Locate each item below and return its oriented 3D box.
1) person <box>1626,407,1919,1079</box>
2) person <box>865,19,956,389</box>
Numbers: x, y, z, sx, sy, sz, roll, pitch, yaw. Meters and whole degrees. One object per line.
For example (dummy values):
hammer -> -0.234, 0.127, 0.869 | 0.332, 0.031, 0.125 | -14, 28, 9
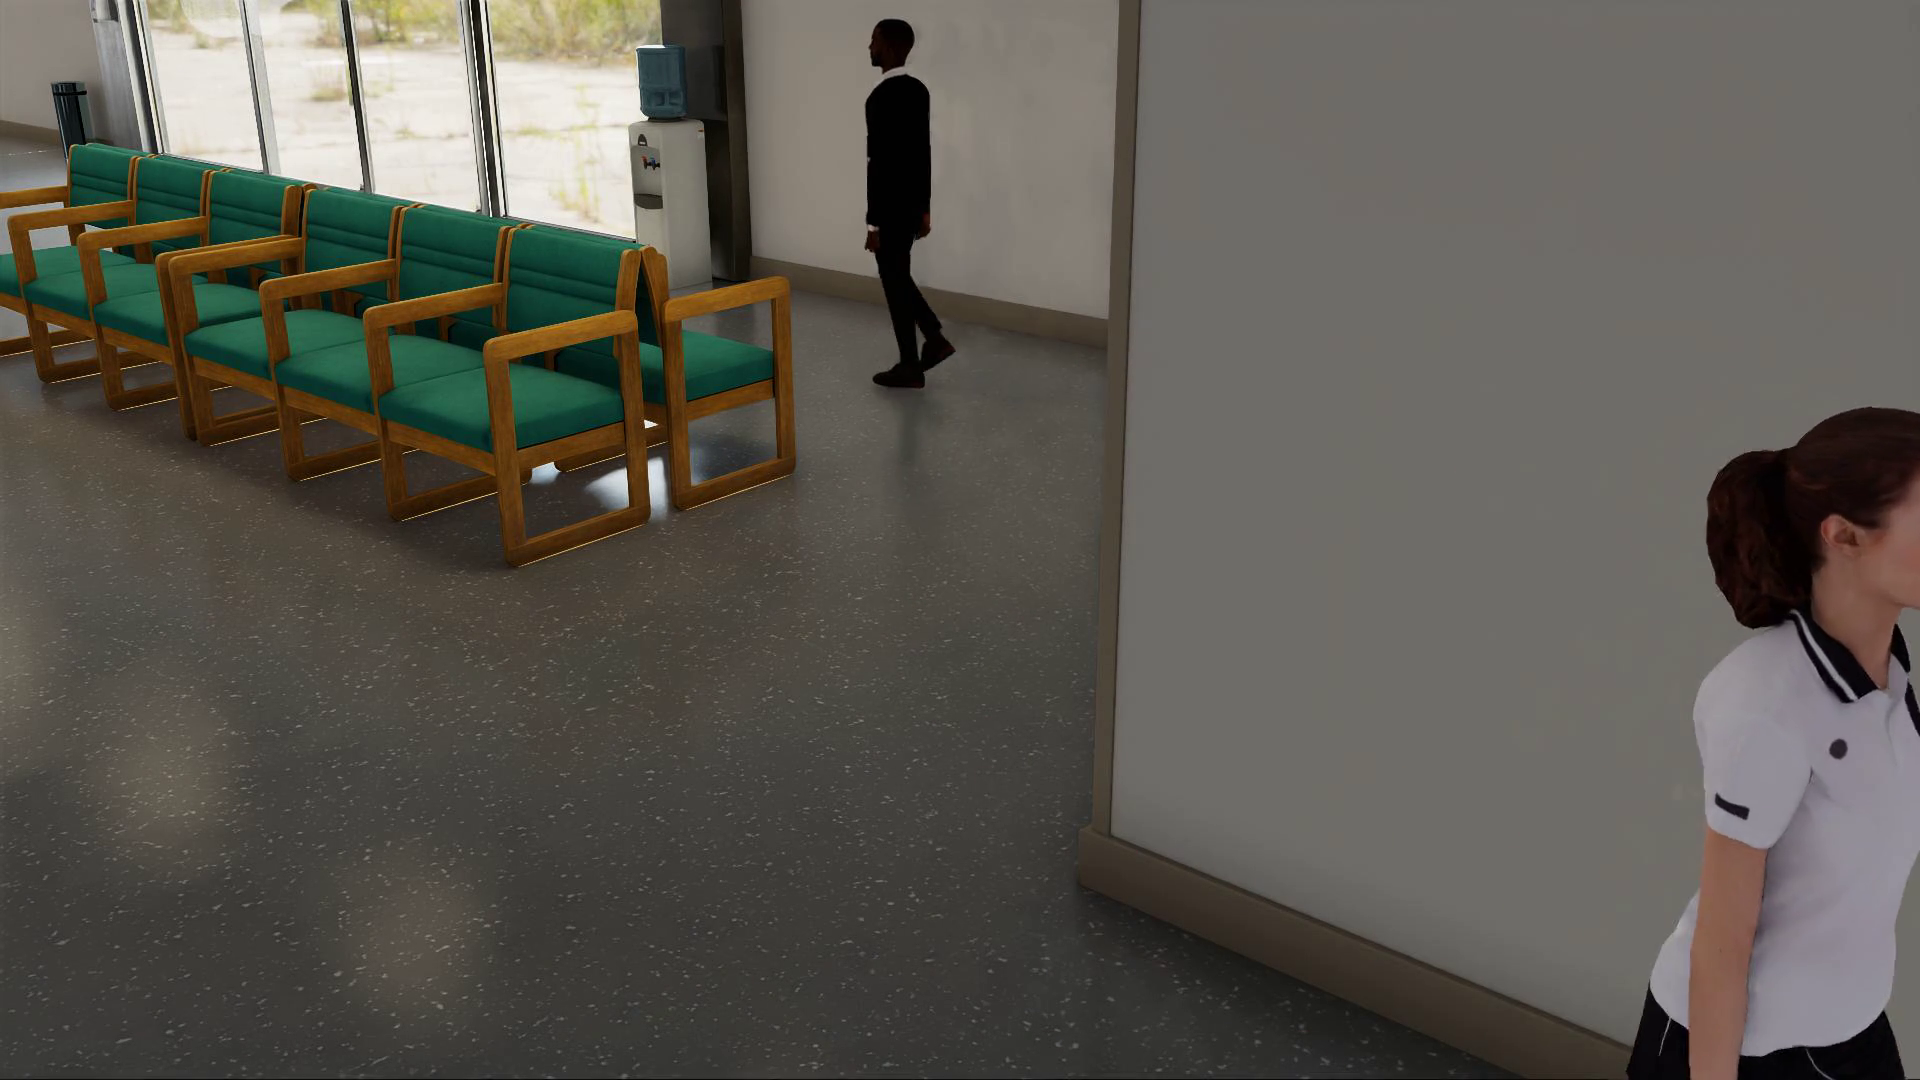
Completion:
person -> 1.023, 0.645, 2.278 | 0.629, 1.745, 0.686 | -18, 27, -39
person -> -0.213, -1.615, 8.176 | 0.787, 1.794, 0.692 | 11, 23, 26
